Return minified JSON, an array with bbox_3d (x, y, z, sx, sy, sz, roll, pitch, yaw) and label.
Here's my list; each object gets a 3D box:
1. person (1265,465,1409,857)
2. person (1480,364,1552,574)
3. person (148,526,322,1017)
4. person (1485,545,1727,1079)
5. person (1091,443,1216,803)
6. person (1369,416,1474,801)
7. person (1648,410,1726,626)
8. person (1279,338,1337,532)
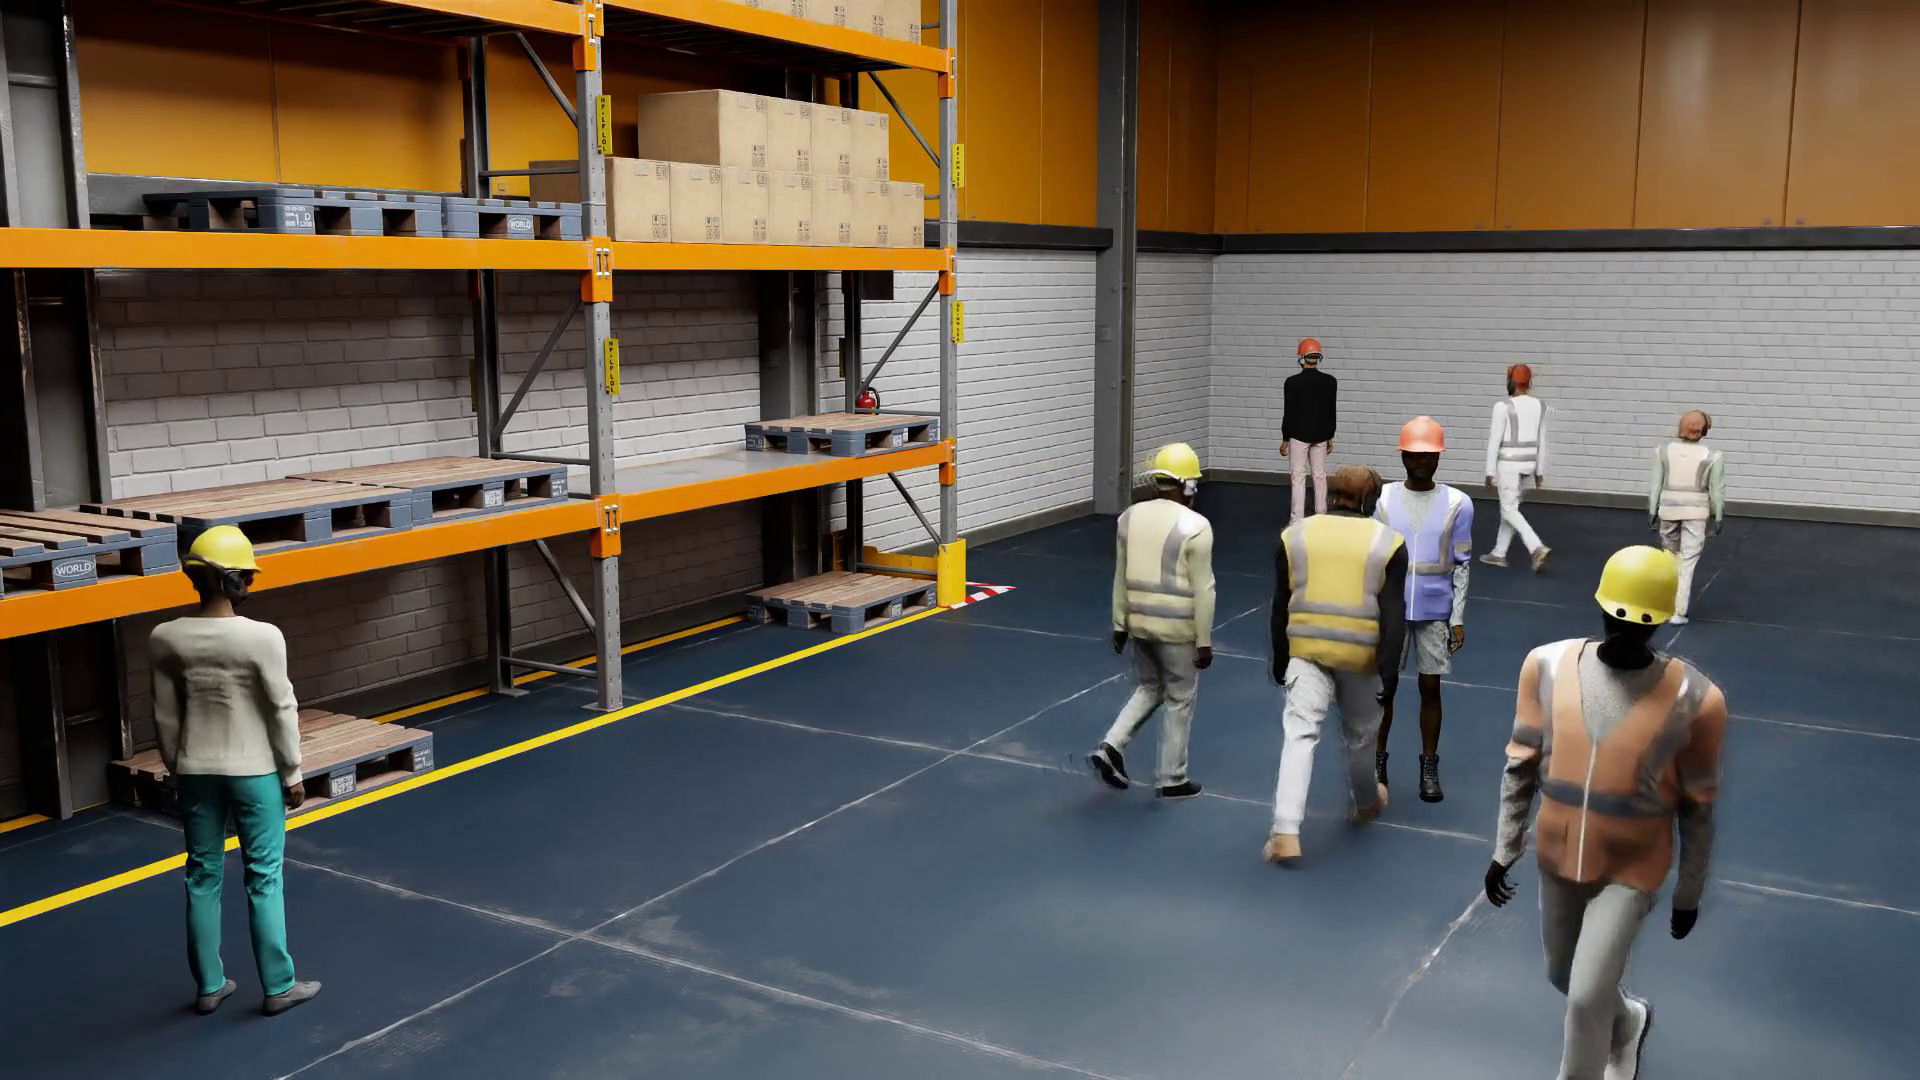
[{"bbox_3d":[1.727,0.548,7.687,0.646,1.773,1.052,4,10,24],"label":"person"},{"bbox_3d":[4.970,-0.633,14.766,0.587,1.856,0.874,-4,10,-24],"label":"person"},{"bbox_3d":[-2.591,0.828,5.935,0.523,1.760,0.327,1,9,6],"label":"person"},{"bbox_3d":[1.941,0.921,4.952,0.599,1.889,0.885,9,13,44],"label":"person"},{"bbox_3d":[0.985,0.427,8.286,0.572,1.816,0.587,-7,11,-37],"label":"person"},{"bbox_3d":[2.278,0.346,8.367,0.545,1.942,0.351,3,9,16],"label":"person"},{"bbox_3d":[5.487,-0.167,12.545,0.539,1.618,0.512,8,12,41],"label":"person"},{"bbox_3d":[3.523,-1.044,16.875,0.623,1.993,0.384,-3,10,-20],"label":"person"}]
